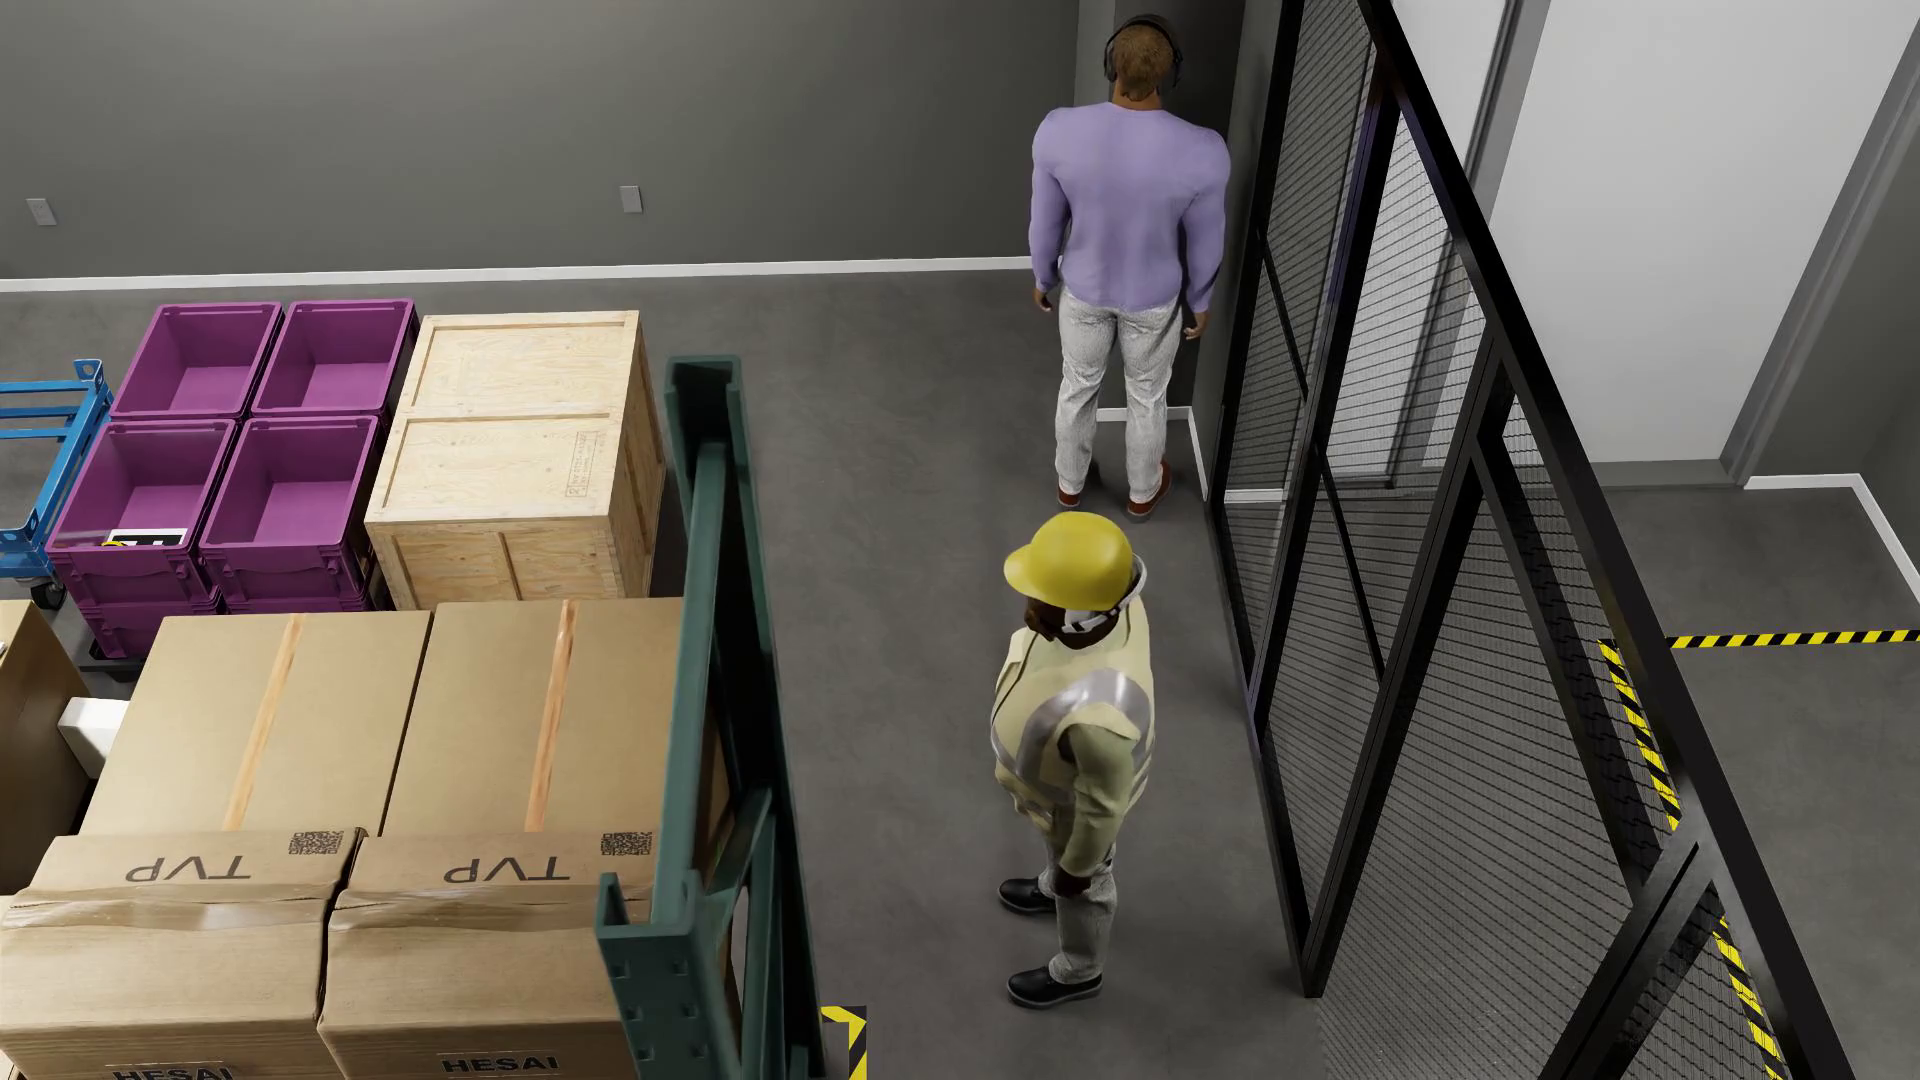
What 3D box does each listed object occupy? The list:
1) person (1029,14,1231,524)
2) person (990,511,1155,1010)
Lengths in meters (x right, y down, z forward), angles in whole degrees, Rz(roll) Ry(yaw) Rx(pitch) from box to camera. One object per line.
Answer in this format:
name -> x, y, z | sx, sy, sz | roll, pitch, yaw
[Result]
person -> 0.541, -0.844, 5.562 | 0.633, 1.938, 0.356 | 10, 47, 10
person -> 0.277, 0.595, 4.260 | 0.404, 1.834, 0.591 | 0, 46, 0
